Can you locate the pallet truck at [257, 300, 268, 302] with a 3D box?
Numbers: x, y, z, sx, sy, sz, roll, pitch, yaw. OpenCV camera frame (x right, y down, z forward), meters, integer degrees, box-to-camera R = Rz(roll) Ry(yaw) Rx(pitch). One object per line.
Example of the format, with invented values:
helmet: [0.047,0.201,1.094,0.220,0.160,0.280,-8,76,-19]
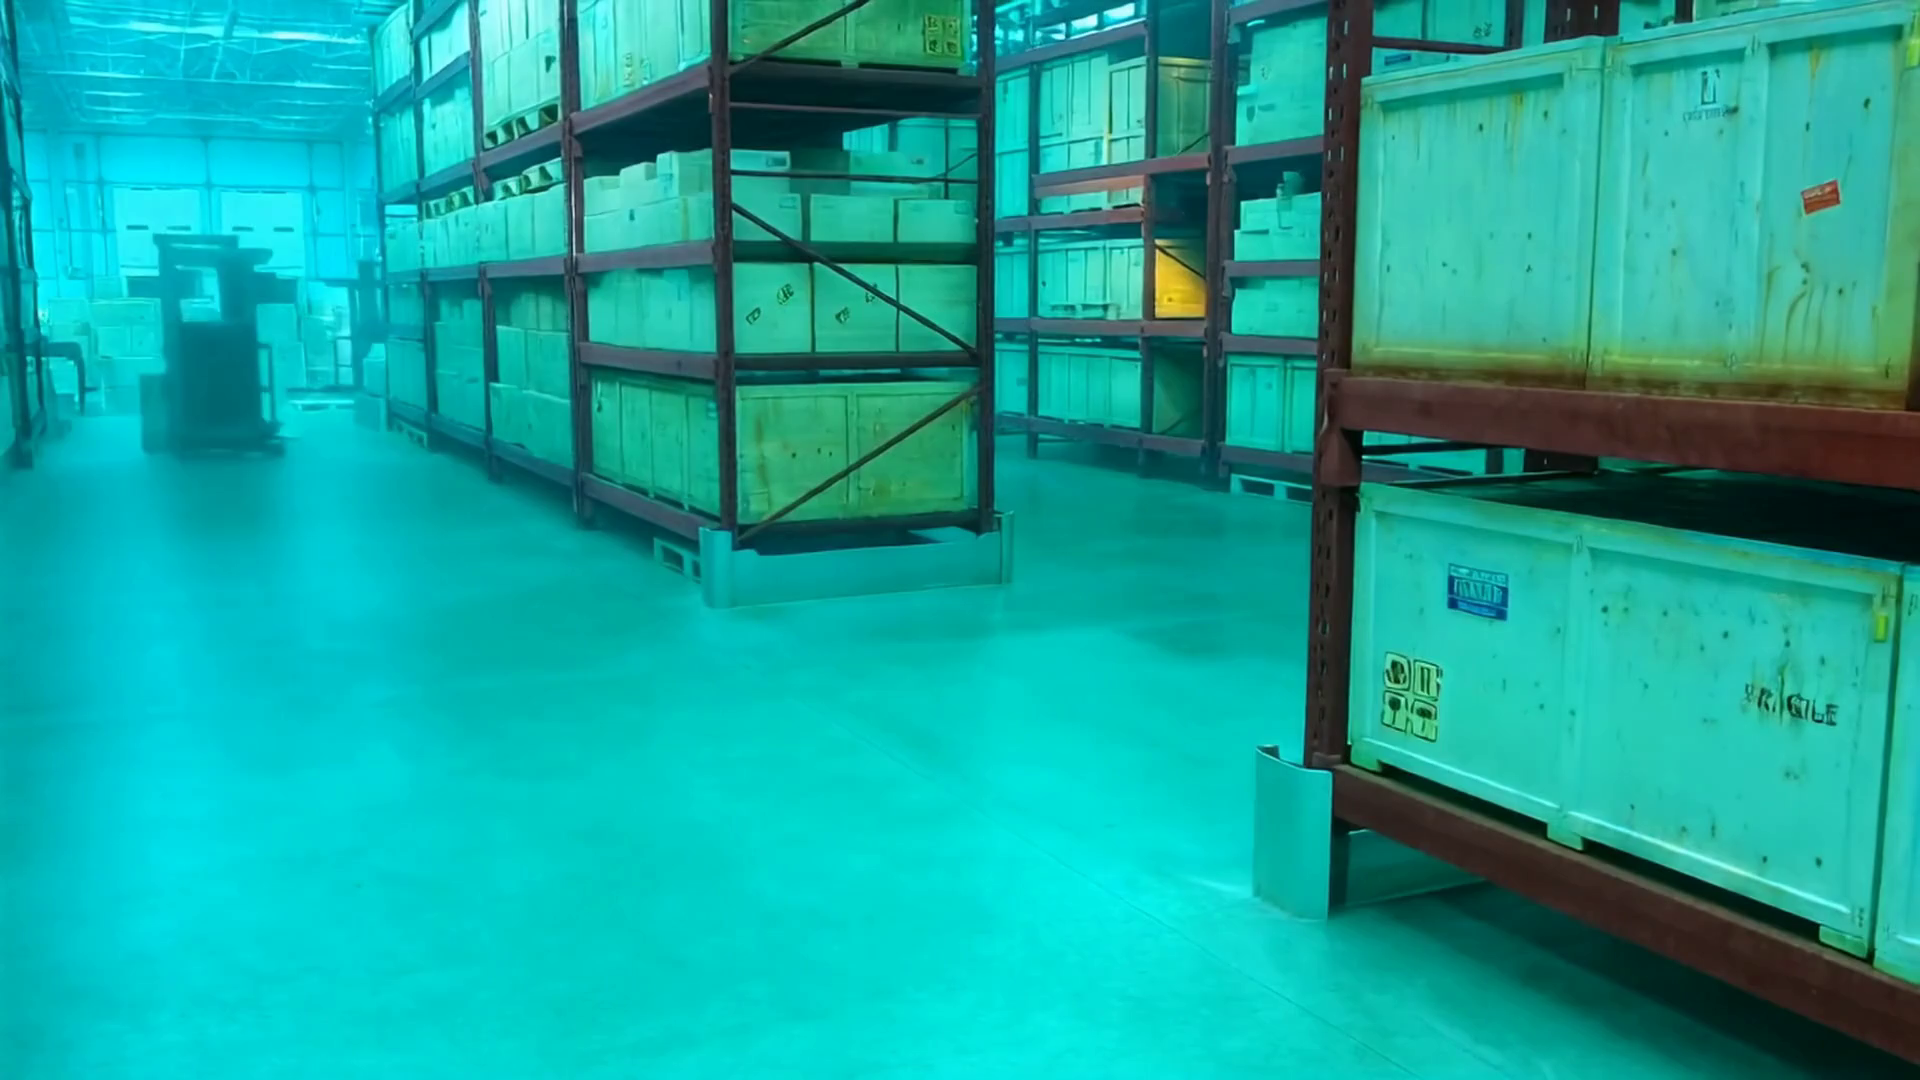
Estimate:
pallet truck: [-23.913,-7.404,58.171,1.885,1.965,0.823,-1,8,-9]

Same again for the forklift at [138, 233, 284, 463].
forklift: [-9.539,-2.444,20.939,1.129,2.768,1.873,-8,12,-44]

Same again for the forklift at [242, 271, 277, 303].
forklift: [-20.652,-6.547,49.238,1.873,2.768,1.129,6,10,37]

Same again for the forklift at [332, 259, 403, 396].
forklift: [-11.779,-4.338,34.003,1.873,2.768,1.129,3,9,23]

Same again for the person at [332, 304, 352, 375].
person: [-16.171,-5.241,43.680,0.563,1.885,1.012,-7,11,-41]

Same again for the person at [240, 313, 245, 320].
person: [-20.637,-5.789,47.284,0.629,1.931,0.383,0,8,0]
